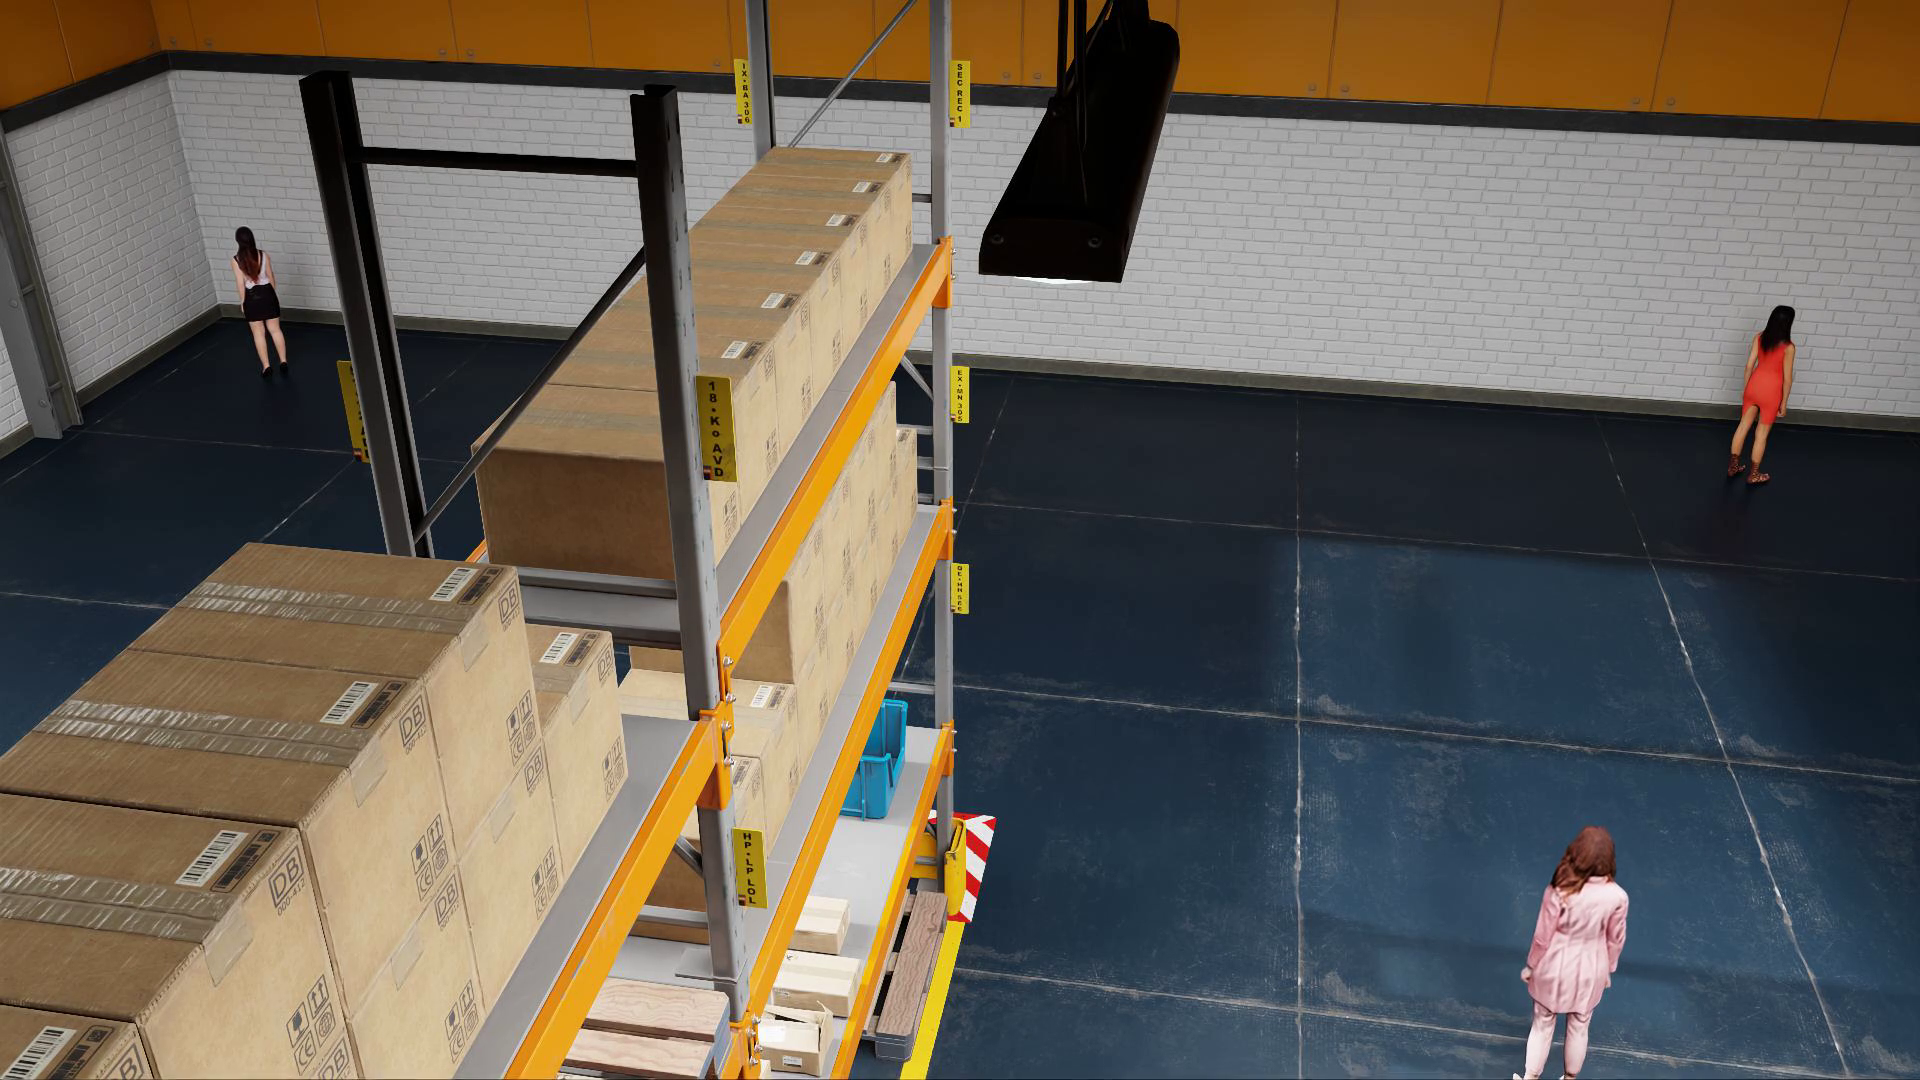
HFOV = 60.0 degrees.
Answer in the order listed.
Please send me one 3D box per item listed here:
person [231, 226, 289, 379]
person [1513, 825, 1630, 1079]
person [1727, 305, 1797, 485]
[{"bbox_3d":[-7.397,-2.516,17.563,0.617,1.650,0.694,-23,36,-35],"label":"person"},{"bbox_3d":[3.176,2.249,8.667,0.621,1.803,0.527,3,29,6],"label":"person"},{"bbox_3d":[7.419,-1.350,15.354,0.718,1.719,0.653,-18,33,-29],"label":"person"}]
